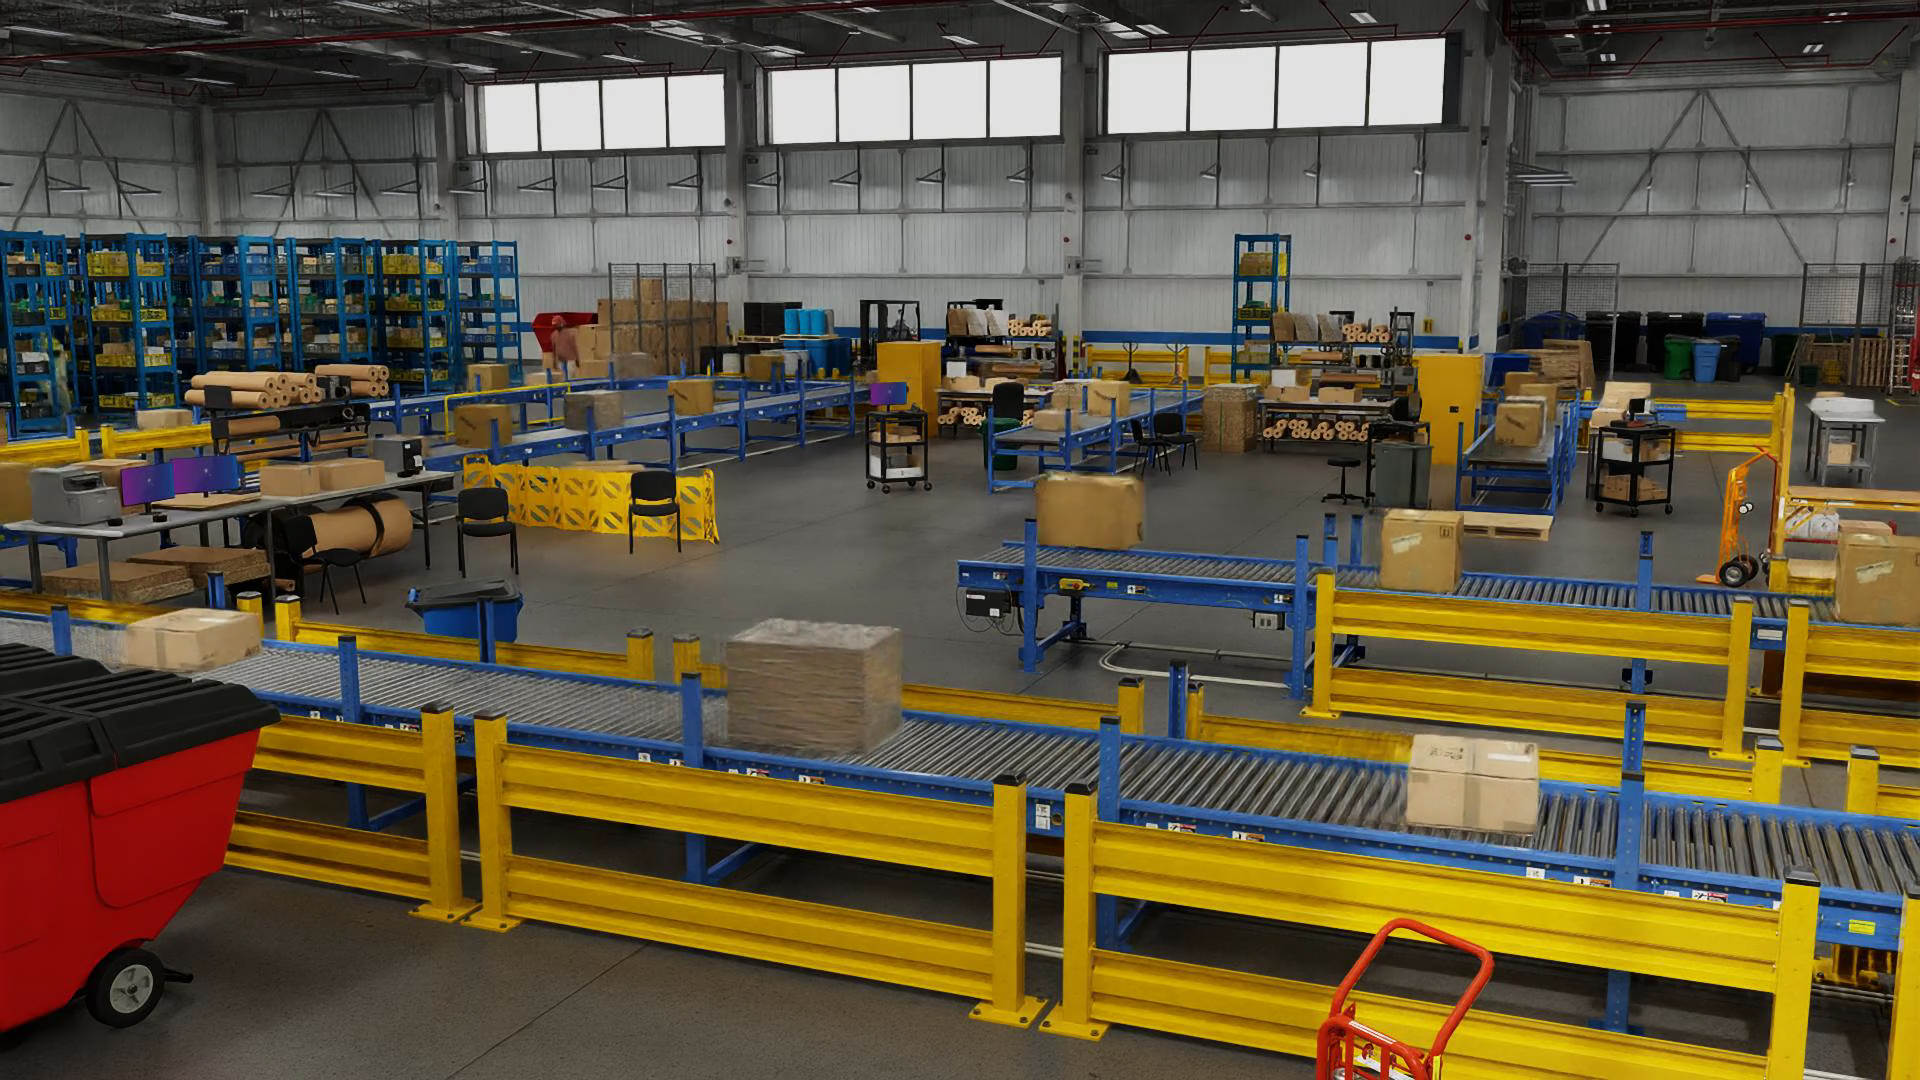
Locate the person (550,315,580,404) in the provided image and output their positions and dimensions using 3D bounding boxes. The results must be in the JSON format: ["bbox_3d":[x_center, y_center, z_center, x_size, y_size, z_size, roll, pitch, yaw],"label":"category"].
[{"bbox_3d":[-8.619,-3.907,36.217,0.615,1.954,0.599,5,11,28],"label":"person"}]

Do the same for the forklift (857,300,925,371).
[{"bbox_3d":[-1.732,-5.109,42.468,1.157,1.987,2.680,4,10,22],"label":"forklift"}]

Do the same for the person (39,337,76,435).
[{"bbox_3d":[-16.072,-2.716,29.588,0.858,1.764,0.615,5,11,28],"label":"person"}]

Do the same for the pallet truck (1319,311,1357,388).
[{"bbox_3d":[9.071,-4.419,39.190,0.823,1.965,1.885,5,10,26],"label":"pallet truck"}]

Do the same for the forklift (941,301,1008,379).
[{"bbox_3d":[0.365,-4.966,41.571,1.157,1.987,2.680,3,10,20],"label":"forklift"}]

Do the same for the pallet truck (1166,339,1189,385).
[{"bbox_3d":[5.418,-4.269,40.420,0.704,1.261,1.522,3,10,20],"label":"pallet truck"}]

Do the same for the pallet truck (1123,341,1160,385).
[{"bbox_3d":[4.445,-4.380,41.279,0.680,1.201,1.601,4,10,22],"label":"pallet truck"}]

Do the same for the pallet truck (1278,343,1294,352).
[{"bbox_3d":[7.886,-4.163,39.743,0.653,1.274,1.630,4,10,22],"label":"pallet truck"}]

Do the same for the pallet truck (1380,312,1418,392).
[{"bbox_3d":[10.207,-4.283,38.369,0.823,1.965,1.885,3,10,20],"label":"pallet truck"}]
